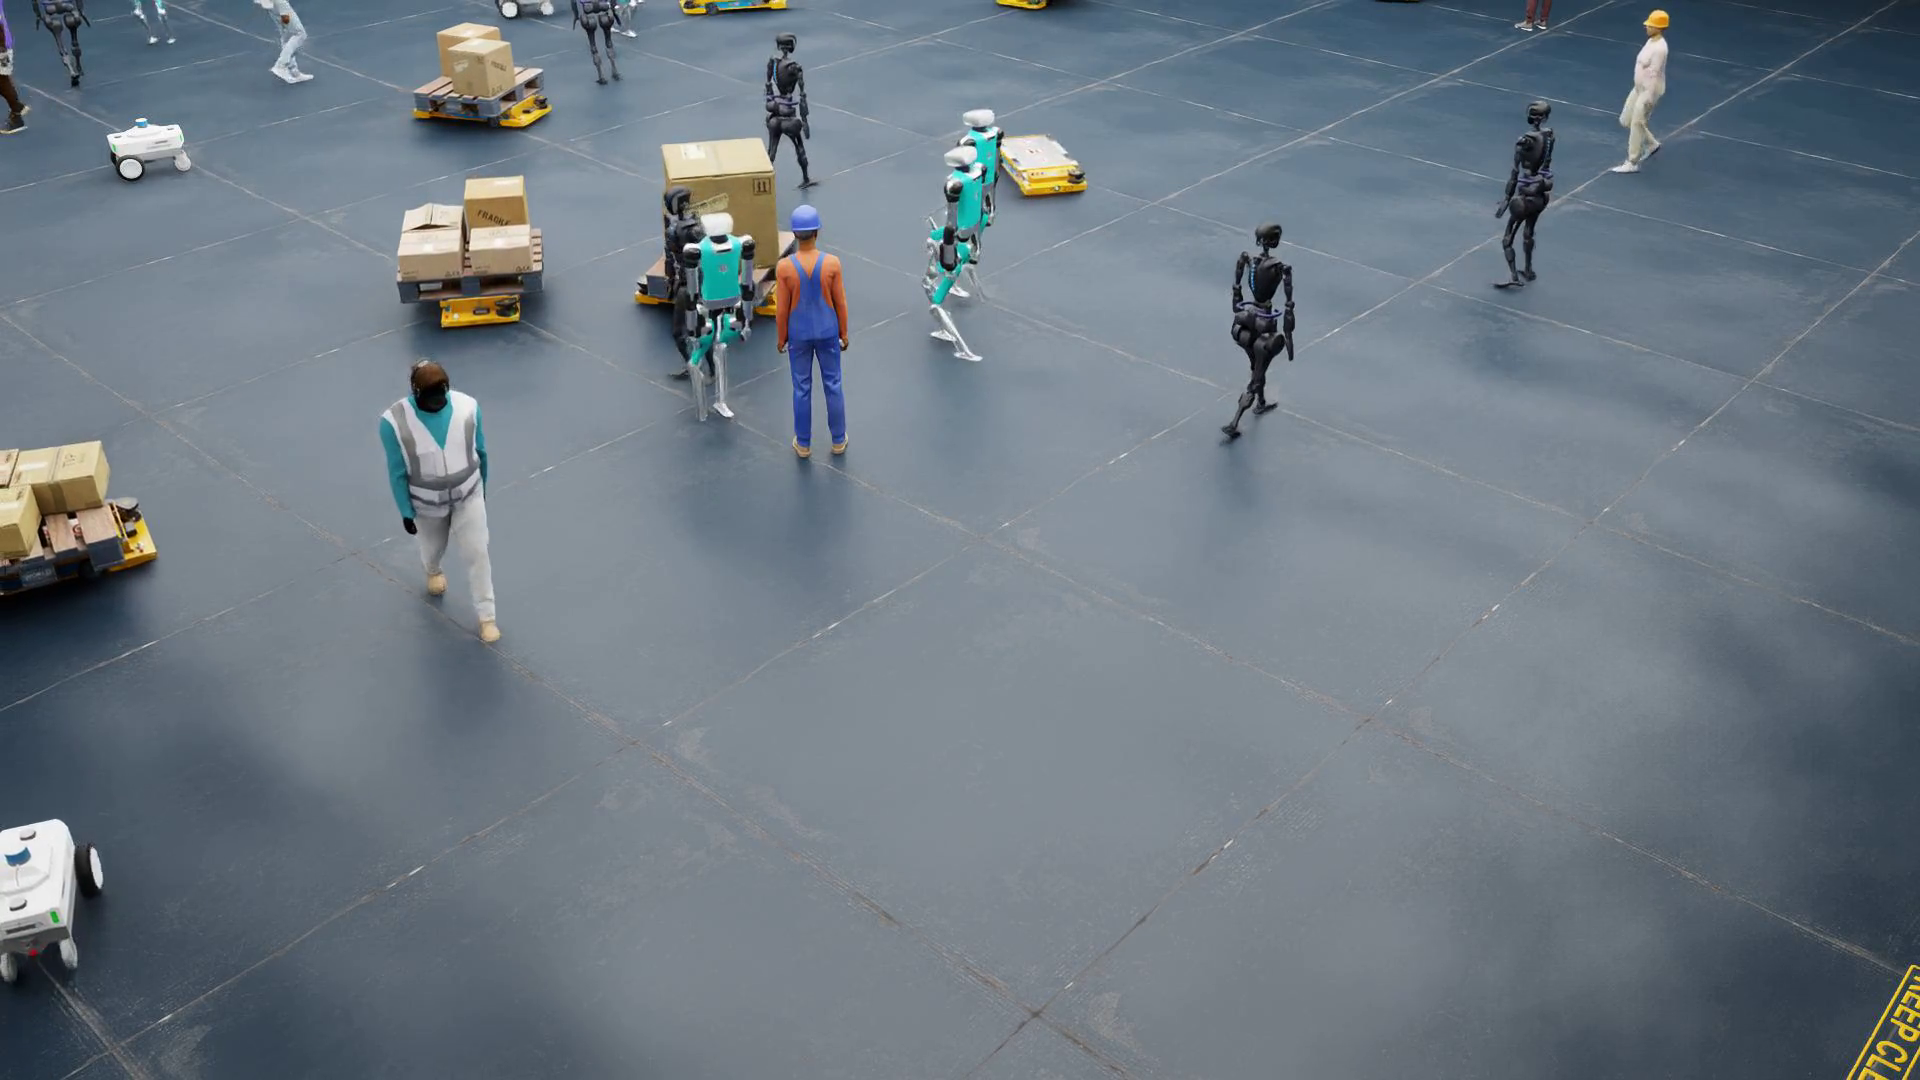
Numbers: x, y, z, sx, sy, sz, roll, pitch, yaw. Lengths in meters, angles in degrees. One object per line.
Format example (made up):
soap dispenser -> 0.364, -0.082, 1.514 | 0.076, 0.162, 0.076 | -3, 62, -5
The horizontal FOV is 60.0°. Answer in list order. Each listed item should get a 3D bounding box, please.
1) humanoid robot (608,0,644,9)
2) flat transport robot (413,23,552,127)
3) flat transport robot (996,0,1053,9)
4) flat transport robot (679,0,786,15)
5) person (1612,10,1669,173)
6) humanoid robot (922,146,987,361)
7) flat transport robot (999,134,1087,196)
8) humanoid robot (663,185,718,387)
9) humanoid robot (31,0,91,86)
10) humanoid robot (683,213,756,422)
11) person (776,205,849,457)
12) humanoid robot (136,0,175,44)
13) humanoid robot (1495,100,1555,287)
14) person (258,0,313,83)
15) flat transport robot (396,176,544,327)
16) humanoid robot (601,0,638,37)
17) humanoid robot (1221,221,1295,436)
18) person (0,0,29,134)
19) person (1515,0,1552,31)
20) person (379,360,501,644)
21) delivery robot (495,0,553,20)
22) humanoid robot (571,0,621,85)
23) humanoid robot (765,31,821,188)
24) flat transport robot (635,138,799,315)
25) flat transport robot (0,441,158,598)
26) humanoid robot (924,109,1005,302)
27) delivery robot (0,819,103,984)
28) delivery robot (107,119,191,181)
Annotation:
humanoid robot -> -4.646, -8.190, 22.959 | 0.903, 1.767, 0.553 | 11, 34, 18
flat transport robot -> -5.522, -5.000, 19.205 | 1.431, 0.231, 0.659 | 9, 33, 14
flat transport robot -> 1.159, -7.873, 23.833 | 0.659, 0.231, 1.431 | 18, 36, 26
flat transport robot -> -3.210, -7.611, 23.410 | 1.431, 0.231, 0.659 | -8, 33, -12
person -> 7.173, -4.654, 17.310 | 0.443, 1.684, 0.481 | 2, 32, 3
humanoid robot -> -0.125, -2.354, 13.573 | 0.819, 1.800, 0.556 | 17, 36, 25
flat transport robot -> 0.802, -3.980, 17.562 | 0.659, 0.231, 1.431 | -8, 33, -13
humanoid robot -> -2.096, -1.985, 13.026 | 0.386, 1.645, 0.583 | -26, 40, -35
humanoid robot -> -10.893, -6.377, 20.136 | 0.600, 1.642, 0.755 | -18, 36, -27
humanoid robot -> -1.848, -1.658, 12.479 | 0.539, 1.808, 0.794 | -14, 35, -21
person -> -1.066, -1.489, 12.004 | 0.522, 1.903, 0.370 | -5, 32, -7
humanoid robot -> -10.528, -7.271, 21.463 | 0.539, 1.783, 0.700 | -10, 33, -15
humanoid robot -> 5.063, -3.075, 14.765 | 0.588, 1.635, 0.389 | -24, 39, -33
person -> -8.155, -6.420, 19.946 | 0.455, 1.897, 0.631 | -22, 38, -31
flat transport robot -> -4.303, -2.270, 14.809 | 0.659, 0.231, 1.431 | -6, 32, -10
humanoid robot -> -4.472, -7.445, 21.754 | 0.790, 1.751, 0.559 | 6, 32, 9
humanoid robot -> 2.231, -1.596, 12.439 | 0.788, 1.634, 0.599 | -26, 40, -35
person -> -10.722, -5.492, 18.404 | 0.640, 1.943, 0.432 | 21, 37, 30
person -> 7.776, -7.710, 22.105 | 0.535, 1.813, 0.369 | -12, 34, -18
person -> -3.167, -0.303, 10.184 | 0.612, 1.817, 0.846 | -15, 35, -23
delivery robot -> -6.069, -7.533, 23.032 | 0.811, 0.613, 0.499 | -11, 33, -17
humanoid robot -> -4.399, -6.367, 20.085 | 0.585, 1.649, 0.371 | -12, 34, -19
humanoid robot -> -1.802, -4.293, 16.792 | 0.601, 1.638, 0.784 | 26, 40, 35
flat transport robot -> -2.094, -2.263, 14.797 | 1.431, 0.231, 0.659 | 7, 32, 11
flat transport robot -> -6.131, 0.110, 10.976 | 1.431, 0.231, 0.659 | -18, 36, -27
humanoid robot -> -0.014, -2.854, 14.413 | 0.759, 1.830, 0.553 | 22, 38, 31
delivery robot -> -4.527, 1.719, 8.124 | 0.499, 0.604, 0.806 | -11, 34, -18
delivery robot -> -8.586, -4.138, 17.544 | 0.774, 0.592, 0.499 | -17, 36, -25
